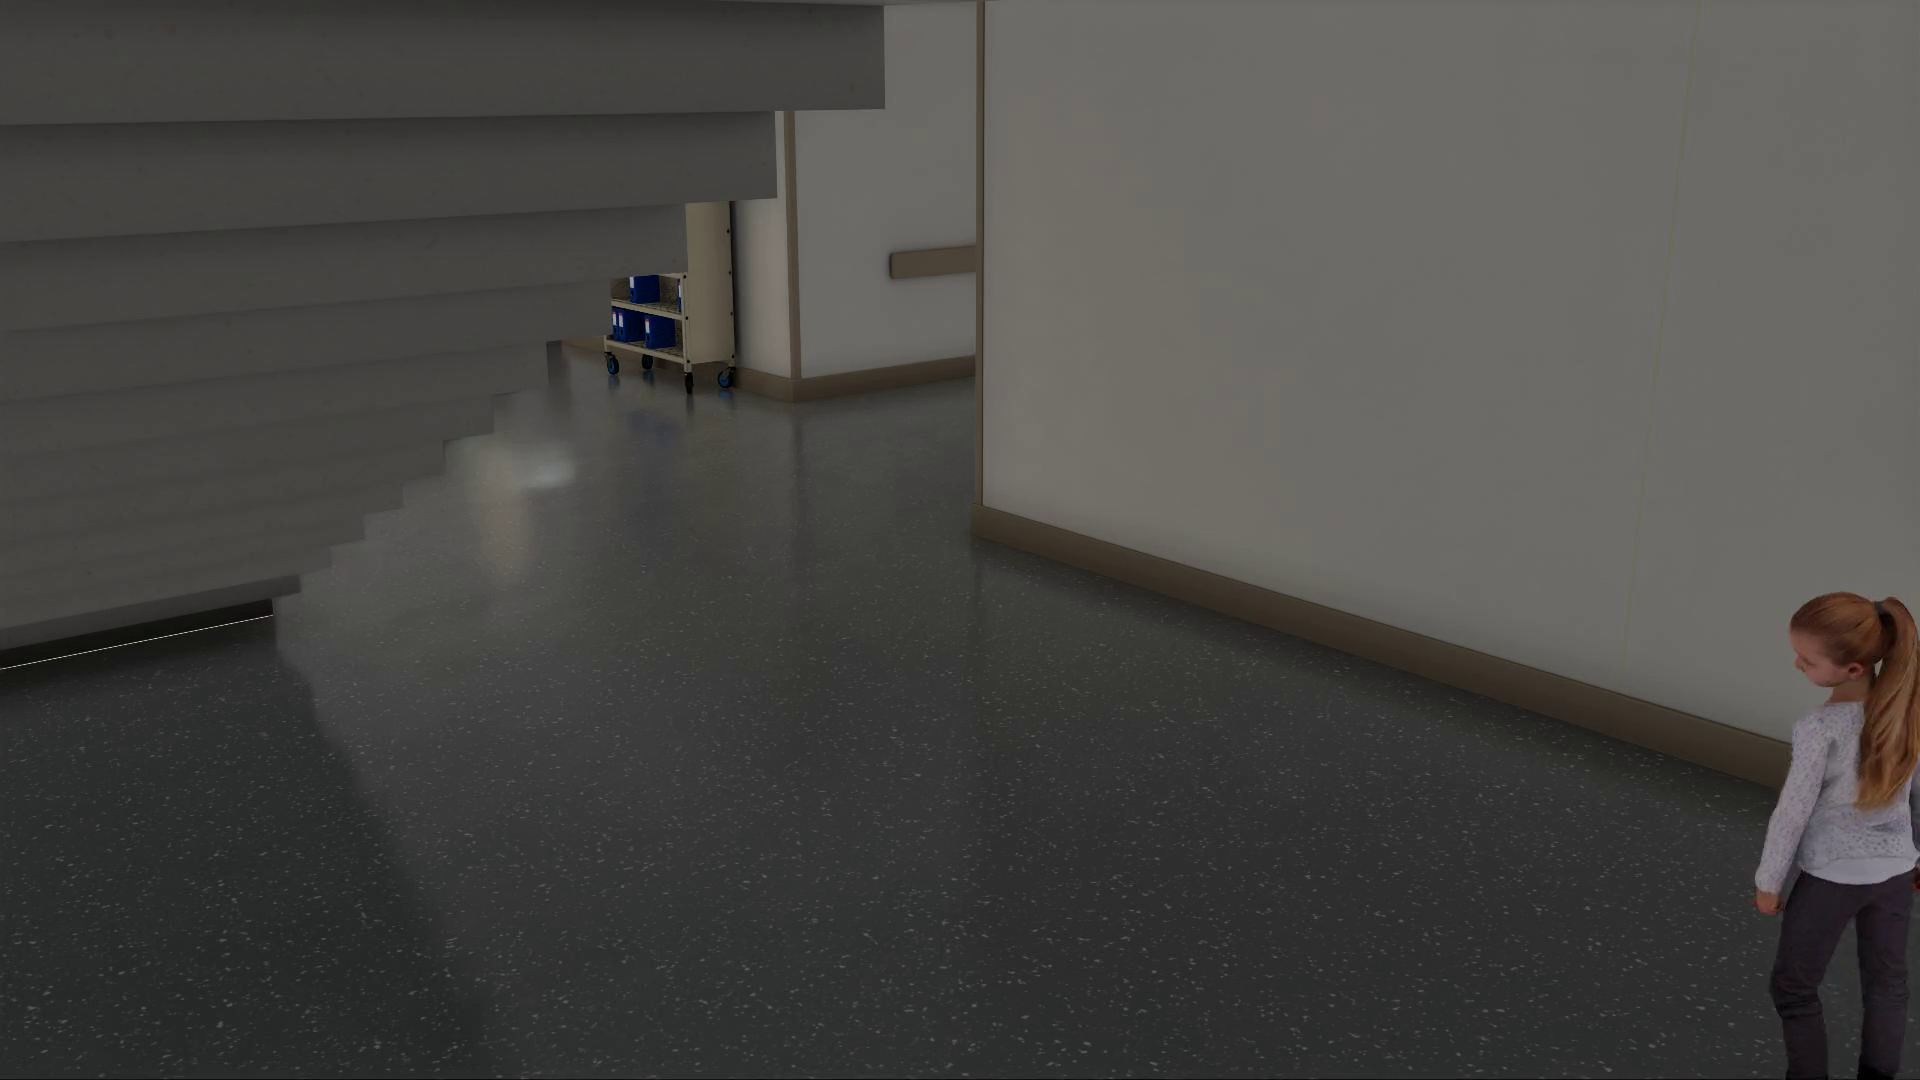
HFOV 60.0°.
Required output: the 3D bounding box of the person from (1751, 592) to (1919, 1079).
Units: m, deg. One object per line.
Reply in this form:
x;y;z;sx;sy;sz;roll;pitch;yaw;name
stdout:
1.945;0.714;3.525;0.710;1.255;0.651;0;16;-2;person
